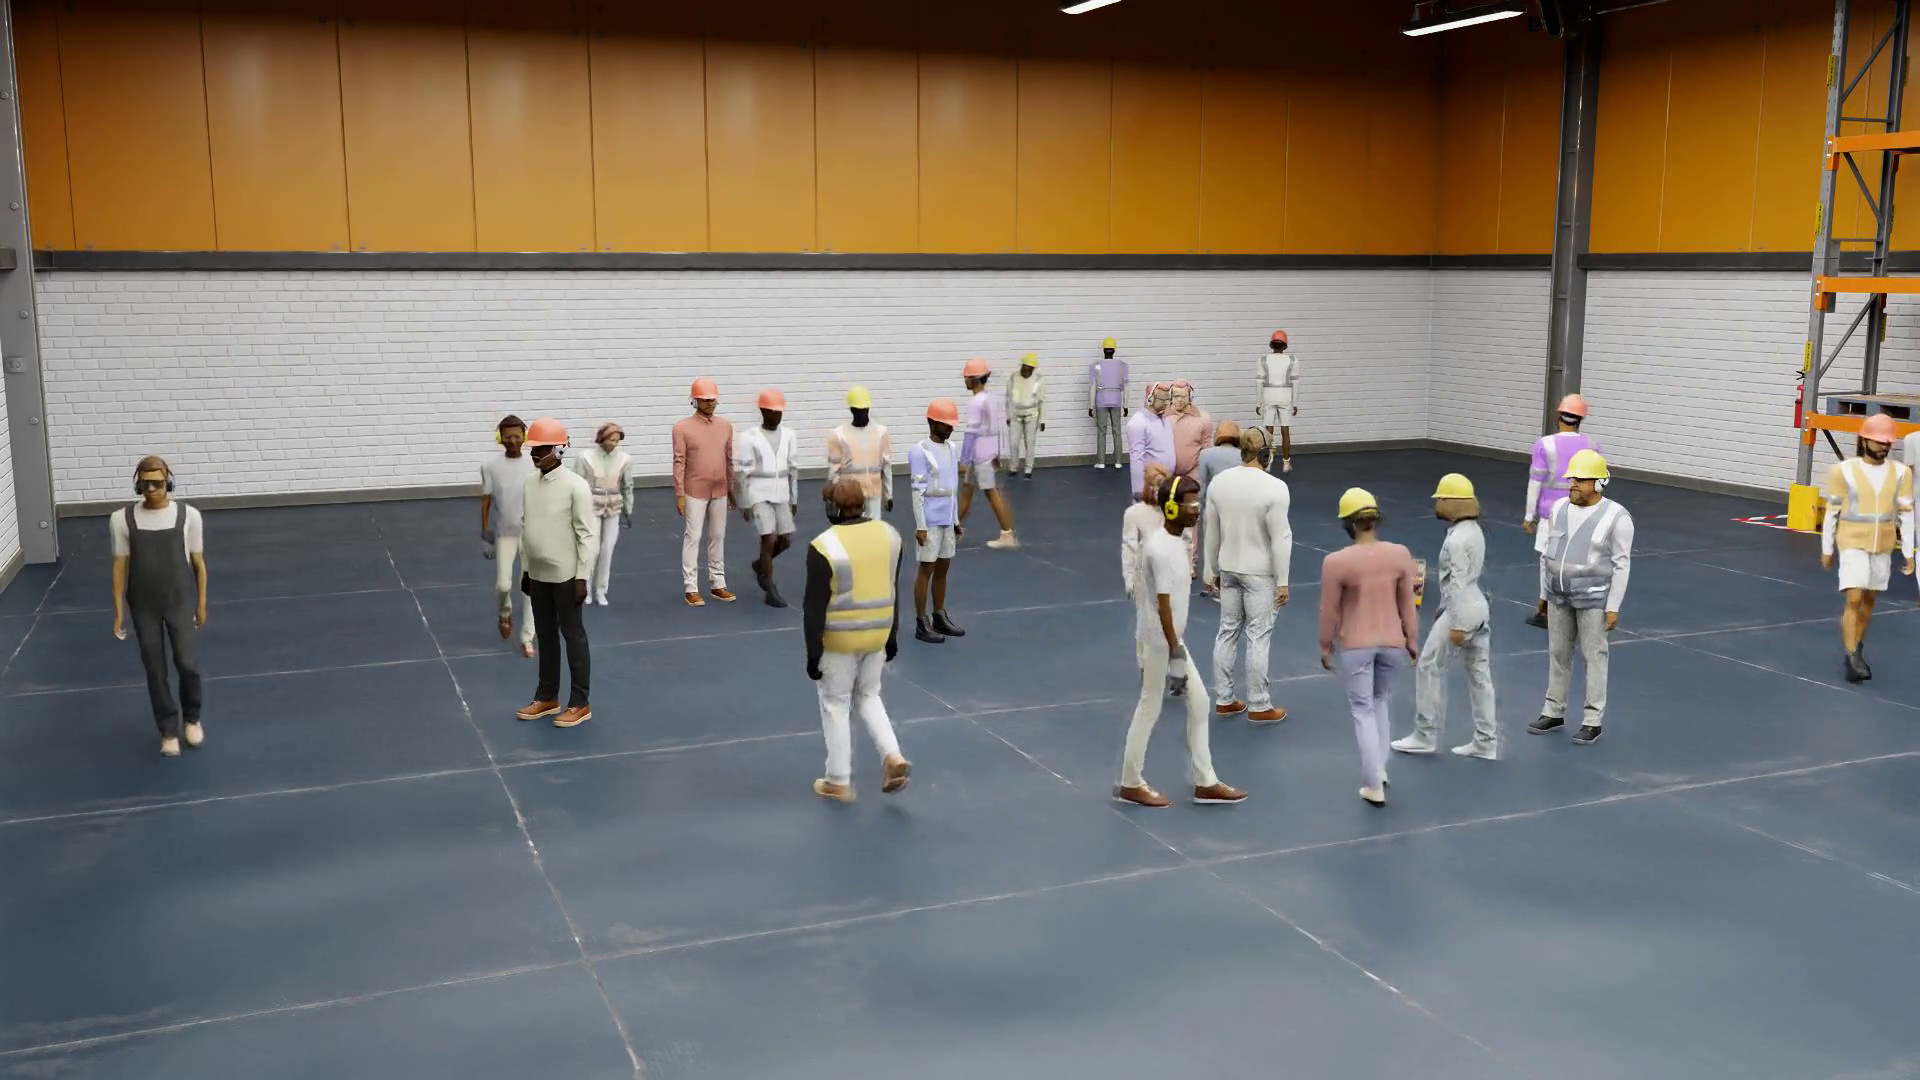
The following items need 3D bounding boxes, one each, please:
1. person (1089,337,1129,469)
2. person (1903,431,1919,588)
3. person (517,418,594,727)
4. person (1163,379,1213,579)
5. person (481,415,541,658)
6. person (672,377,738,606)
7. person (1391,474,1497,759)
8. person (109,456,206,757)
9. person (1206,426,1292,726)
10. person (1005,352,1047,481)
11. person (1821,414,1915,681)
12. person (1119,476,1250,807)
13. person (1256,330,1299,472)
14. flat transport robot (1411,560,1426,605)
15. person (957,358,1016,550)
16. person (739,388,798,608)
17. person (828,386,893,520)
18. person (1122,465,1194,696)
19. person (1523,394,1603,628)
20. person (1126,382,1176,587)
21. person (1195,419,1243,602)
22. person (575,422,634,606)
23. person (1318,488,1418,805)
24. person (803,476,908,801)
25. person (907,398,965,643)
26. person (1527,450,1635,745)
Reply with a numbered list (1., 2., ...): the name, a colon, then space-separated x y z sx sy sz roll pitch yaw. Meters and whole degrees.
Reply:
1. person: 2.162 -1.991 24.253 0.594 1.924 0.379 -1 9 -6
2. person: 8.438 -0.328 14.420 0.557 1.842 0.511 4 10 21
3. person: -2.622 0.204 10.740 0.610 1.996 0.379 6 11 34
4. person: 2.061 -0.575 15.748 0.639 1.905 0.407 2 10 12
5. person: -3.396 -0.050 12.736 0.525 1.854 0.645 -3 10 -20
6. person: -2.223 -0.427 14.564 0.622 1.993 0.382 -8 12 -41
7. person: 2.947 0.459 10.035 0.722 1.715 0.490 7 11 35
8. person: -4.811 0.410 10.000 0.518 1.830 0.403 -4 10 -20
9. person: 1.872 0.227 10.775 0.355 1.937 0.634 -8 13 -41
10. person: 0.907 -1.688 22.825 0.612 1.788 0.540 2 10 14
11. person: 6.526 0.064 11.870 0.564 1.904 0.840 1 9 6
12. person: 1.232 0.572 8.971 0.822 1.837 0.571 3 10 20
13. person: 4.546 -1.986 23.864 0.609 2.044 0.395 2 10 12
14. flat transport robot: 3.868 0.350 15.069 0.652 0.197 1.431 3 10 17
15. person: 0.119 -0.890 17.364 1.049 1.990 0.636 3 10 16
16. person: -1.698 -0.389 14.582 0.548 1.917 0.636 -6 11 -33
17. person: -0.910 -0.447 14.967 0.595 1.903 0.731 -5 10 -27
18. person: 1.373 0.282 11.484 0.510 1.586 0.848 0 9 1
19. person: 4.900 -0.220 13.566 0.604 1.920 0.377 0 9 2
20. person: 1.783 -0.505 15.330 0.407 1.903 0.639 6 11 31
21. person: 2.332 -0.275 14.797 0.521 1.600 0.623 1 9 7
22. person: -3.114 -0.221 14.443 0.583 1.611 0.393 -5 11 -29
23. person: 2.246 0.579 9.256 0.560 1.725 0.648 -2 10 -11
24. person: -0.576 0.556 9.114 0.636 1.826 0.516 -8 12 -39
25. person: -0.163 -0.162 13.157 0.366 1.931 0.542 6 11 34
26. person: 3.854 0.348 10.363 0.404 1.833 0.586 -7 12 -36
